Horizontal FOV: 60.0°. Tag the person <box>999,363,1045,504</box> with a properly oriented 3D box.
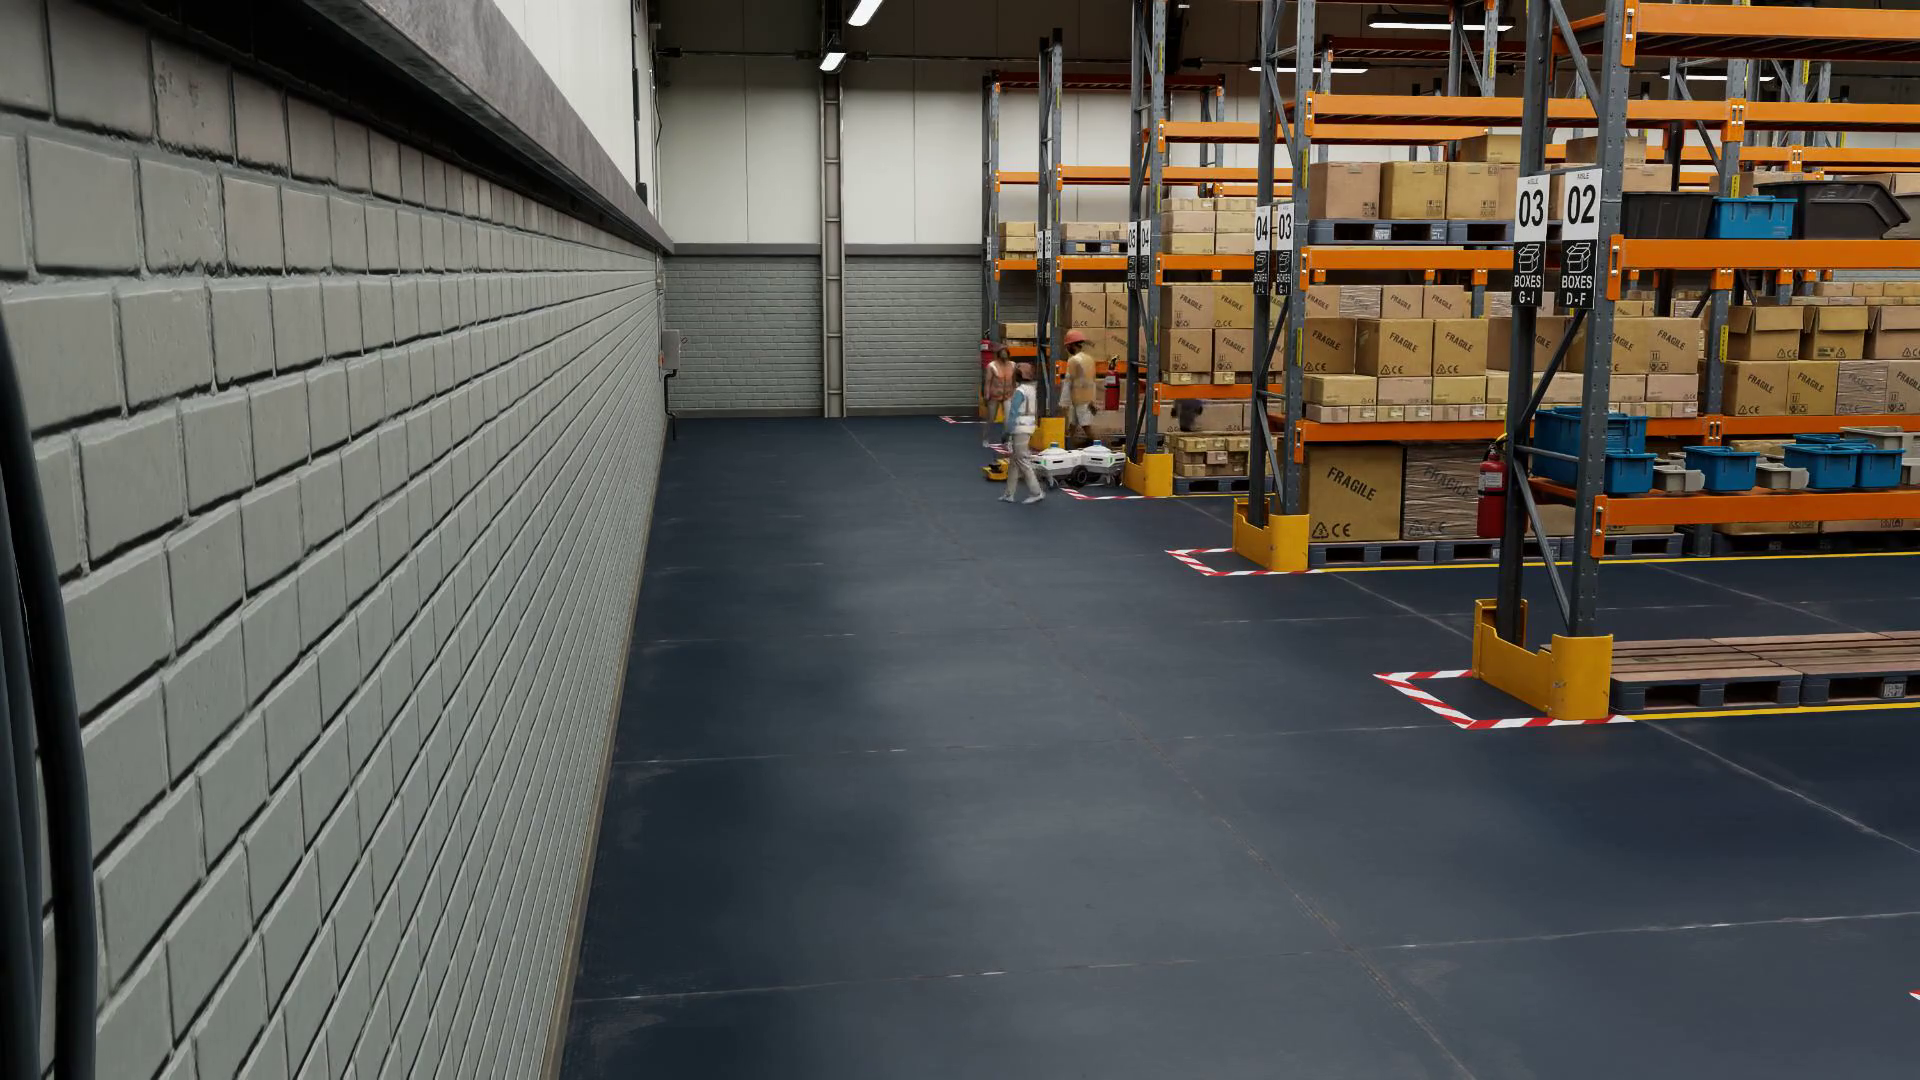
[{"bbox_3d":[0.713,-1.210,18.950,0.572,1.608,0.576,3,10,18],"label":"person"}]

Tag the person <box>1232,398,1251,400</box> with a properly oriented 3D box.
[{"bbox_3d":[4.948,-3.000,29.142,0.612,1.879,0.659,-1,9,-4],"label":"person"}]

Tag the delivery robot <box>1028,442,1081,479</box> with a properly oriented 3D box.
[{"bbox_3d":[1.150,-0.946,20.265,0.707,0.478,0.477,-9,13,-44],"label":"delivery robot"}]

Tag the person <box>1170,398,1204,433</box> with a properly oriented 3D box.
[{"bbox_3d":[2.931,-1.778,21.513,0.451,1.908,0.582,6,11,32],"label":"person"}]

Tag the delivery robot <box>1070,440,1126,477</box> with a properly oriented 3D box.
[{"bbox_3d":[1.694,-0.990,20.538,0.707,0.478,0.477,8,12,41],"label":"delivery robot"}]

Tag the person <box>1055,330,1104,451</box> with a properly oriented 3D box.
[{"bbox_3d":[1.645,-1.815,21.872,0.985,1.888,0.618,5,11,31],"label":"person"}]

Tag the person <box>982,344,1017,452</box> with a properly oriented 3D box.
[{"bbox_3d":[0.561,-2.111,24.602,0.529,1.601,0.859,-3,10,-18],"label":"person"}]

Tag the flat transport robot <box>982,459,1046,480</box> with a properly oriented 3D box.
[{"bbox_3d":[1.033,-0.918,21.255,1.431,0.197,0.652,-1,9,-9],"label":"flat transport robot"}]
